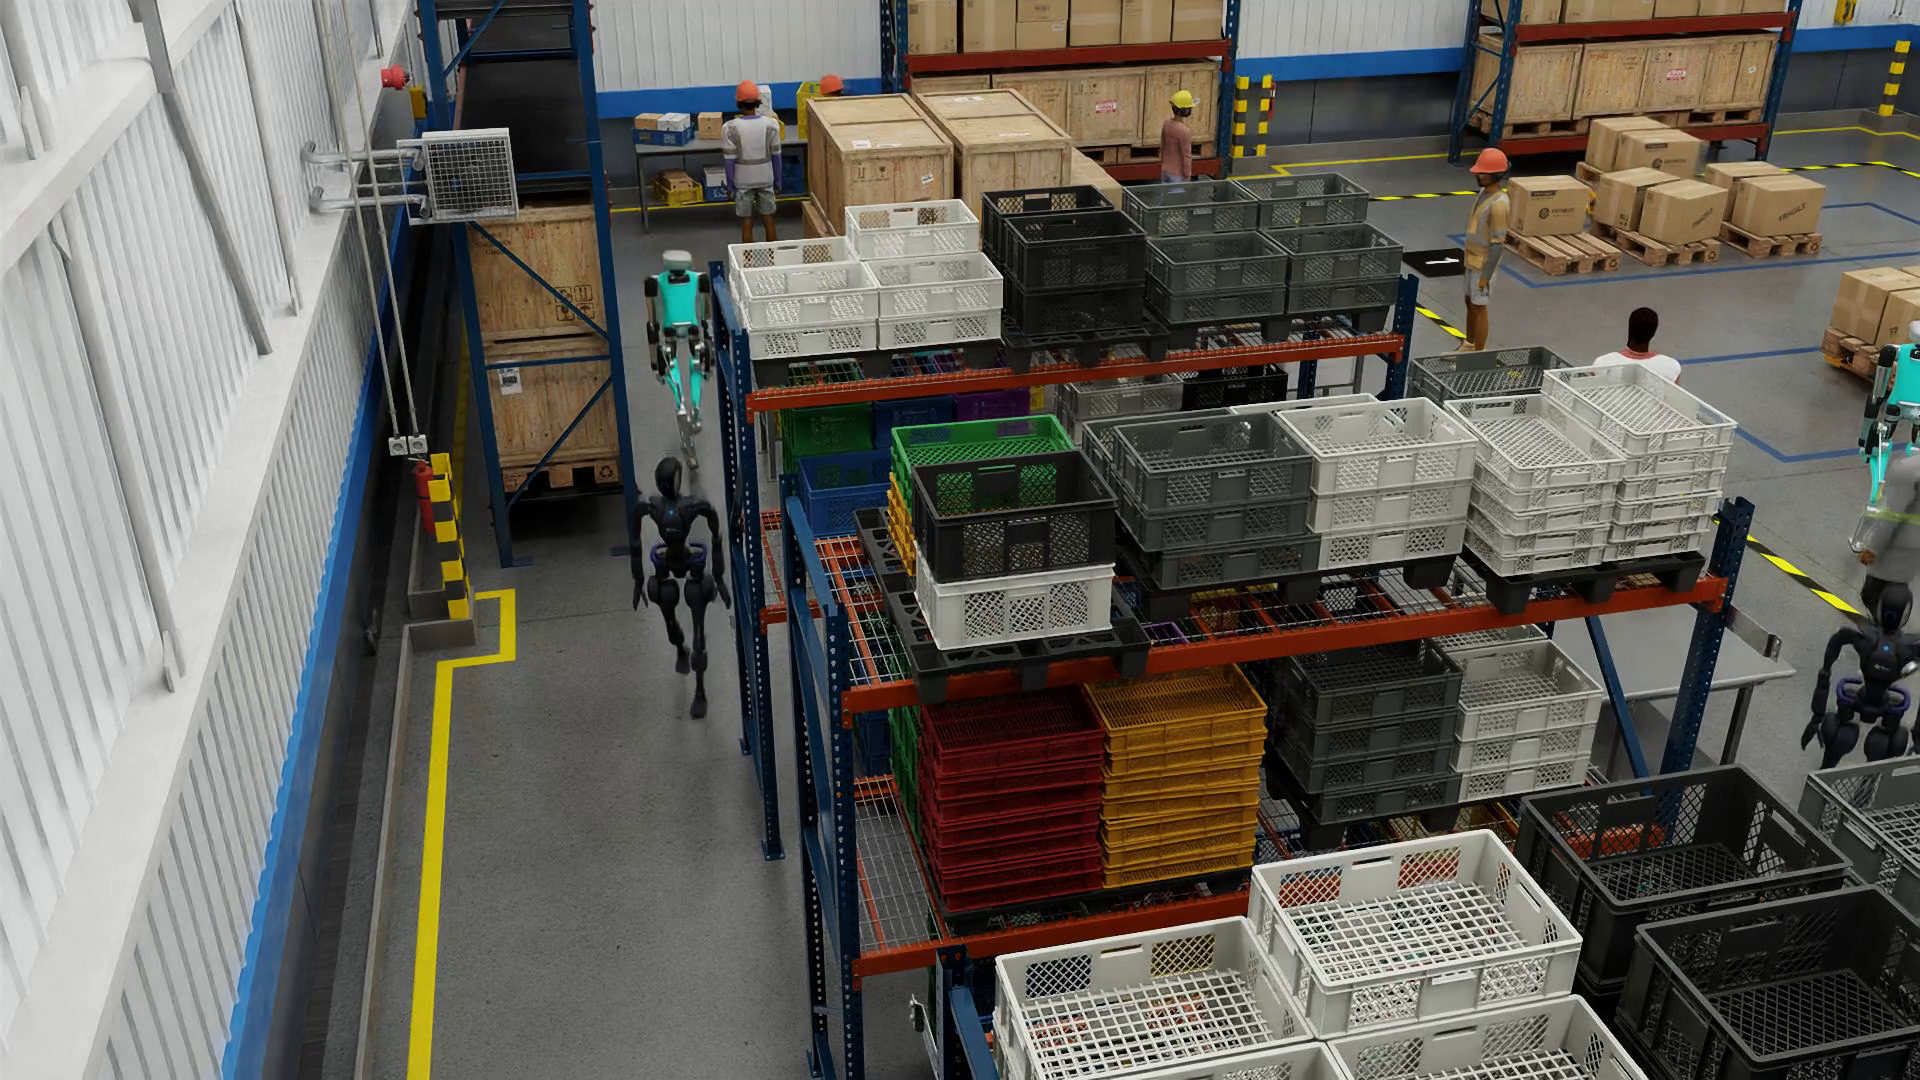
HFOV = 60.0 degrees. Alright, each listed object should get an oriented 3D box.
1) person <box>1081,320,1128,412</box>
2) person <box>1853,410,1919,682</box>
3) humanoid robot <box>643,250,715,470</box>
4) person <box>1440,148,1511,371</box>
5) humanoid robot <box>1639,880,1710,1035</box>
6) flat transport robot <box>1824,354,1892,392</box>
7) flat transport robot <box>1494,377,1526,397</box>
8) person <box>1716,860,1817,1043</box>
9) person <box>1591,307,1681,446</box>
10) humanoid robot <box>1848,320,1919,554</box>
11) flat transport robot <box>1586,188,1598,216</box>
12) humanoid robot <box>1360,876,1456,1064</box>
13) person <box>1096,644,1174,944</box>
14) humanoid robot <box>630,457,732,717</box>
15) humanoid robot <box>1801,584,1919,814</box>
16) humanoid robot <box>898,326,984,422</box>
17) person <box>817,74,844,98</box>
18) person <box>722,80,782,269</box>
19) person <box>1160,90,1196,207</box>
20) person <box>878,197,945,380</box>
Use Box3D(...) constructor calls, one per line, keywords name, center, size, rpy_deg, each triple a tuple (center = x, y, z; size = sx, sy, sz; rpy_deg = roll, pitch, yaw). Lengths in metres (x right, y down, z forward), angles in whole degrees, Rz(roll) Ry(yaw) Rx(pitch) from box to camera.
Box3D(name="person", center=(0.970, -0.688, 11.662), size=(0.346, 1.846, 0.502), rpy_deg=(-9, 29, -17))
Box3D(name="person", center=(5.936, 0.012, 10.349), size=(0.609, 1.837, 0.674), rpy_deg=(-12, 30, -21))
Box3D(name="humanoid robot", center=(-2.132, -1.329, 13.043), size=(0.540, 1.758, 1.035), rpy_deg=(-8, 29, -15))
Box3D(name="person", center=(4.625, -2.482, 14.857), size=(0.375, 2.041, 0.613), rpy_deg=(0, 28, 1))
Box3D(name="humanoid robot", center=(2.817, 2.004, 6.703), size=(0.733, 1.809, 0.555), rpy_deg=(-18, 33, -30))
Box3D(name="flat transport robot", center=(8.473, -1.467, 14.800), size=(0.652, 0.197, 1.431), rpy_deg=(-6, 28, -12))
Box3D(name="flat transport robot", center=(4.780, -1.036, 14.013), size=(0.659, 0.231, 1.431), rpy_deg=(-6, 28, -12))
Box3D(name="person", center=(3.126, 1.996, 6.566), size=(0.687, 1.841, 0.516), rpy_deg=(-19, 33, -31))
Box3D(name="person", center=(4.618, -0.692, 11.606), size=(0.579, 1.911, 0.394), rpy_deg=(7, 28, 12))
Box3D(name="humanoid robot", center=(6.516, -0.635, 11.529), size=(0.533, 1.680, 0.735), rpy_deg=(14, 31, 24))
Box3D(name="flat transport robot", center=(7.983, -4.041, 19.683), size=(1.431, 0.197, 0.652), rpy_deg=(-6, 28, -12))
Box3D(name="humanoid robot", center=(1.546, 2.085, 6.526), size=(0.833, 1.771, 0.543), rpy_deg=(-3, 28, -6))
Box3D(name="person", center=(0.881, 1.253, 8.102), size=(0.500, 1.745, 0.355), rpy_deg=(19, 33, 32))
Box3D(name="humanoid robot", center=(-1.706, 0.221, 10.170), size=(0.612, 1.635, 0.764), rpy_deg=(-1, 28, -3))
Box3D(name="humanoid robot", center=(4.800, 0.935, 8.767), size=(0.592, 1.644, 0.507), rpy_deg=(14, 31, 25))
Box3D(name="humanoid robot", center=(-0.059, -1.146, 12.711), size=(1.020, 1.783, 0.530), rpy_deg=(-18, 33, -30))
Box3D(name="person", center=(-1.197, -4.065, 18.010), size=(0.665, 1.901, 0.600), rpy_deg=(0, 28, 0))
Box3D(name="person", center=(-2.136, -3.717, 17.194), size=(0.606, 2.048, 0.365), rpy_deg=(-9, 29, -16))
Box3D(name="person", center=(2.346, -3.958, 17.948), size=(0.312, 1.767, 0.533), rpy_deg=(-12, 30, -21))
Box3D(name="person", center=(-0.376, -2.019, 14.209), size=(0.527, 1.832, 0.642), rpy_deg=(-11, 30, -20))
